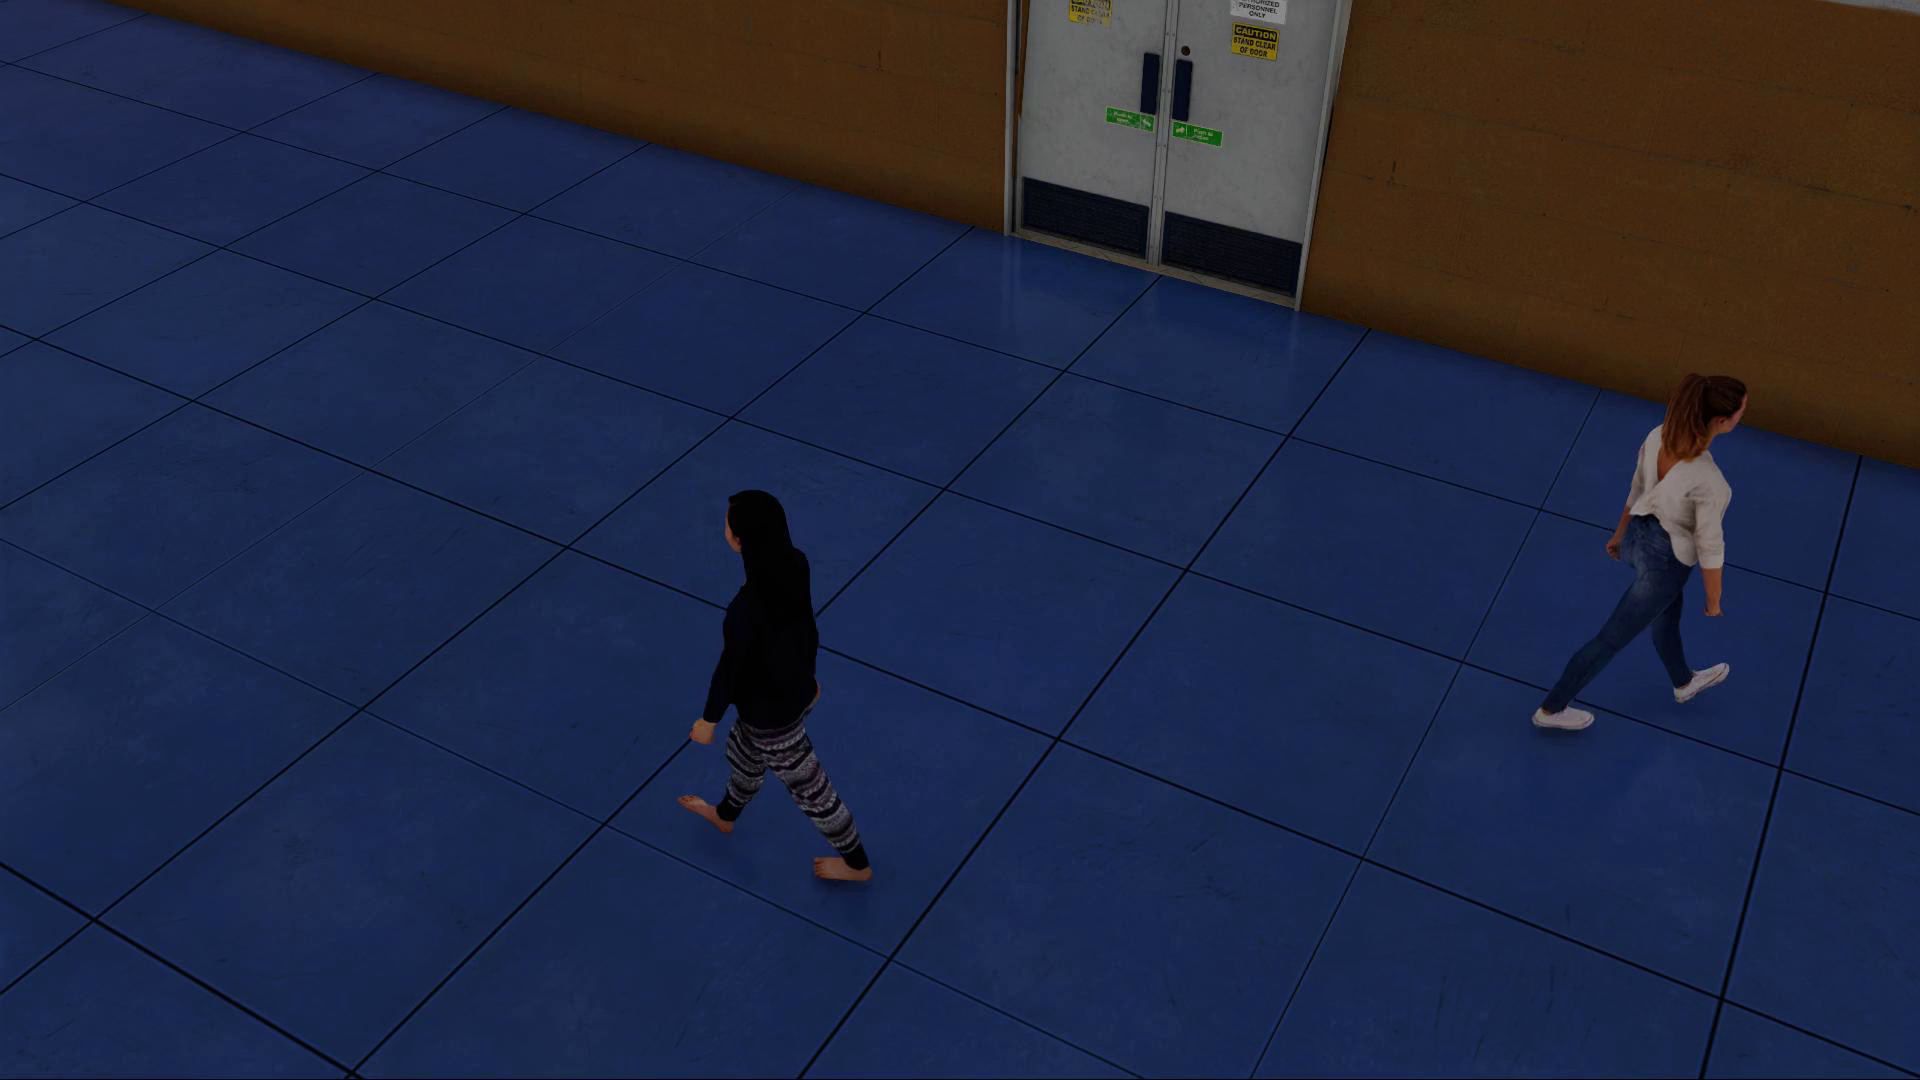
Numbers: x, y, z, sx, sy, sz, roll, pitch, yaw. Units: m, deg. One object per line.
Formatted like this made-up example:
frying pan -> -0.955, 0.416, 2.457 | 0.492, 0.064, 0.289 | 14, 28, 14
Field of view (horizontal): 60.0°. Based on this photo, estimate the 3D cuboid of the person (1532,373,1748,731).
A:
person -> 2.650, 0.120, 6.538 | 1.105, 1.675, 1.127 | -4, 37, -5

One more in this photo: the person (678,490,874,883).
person -> -0.577, 0.600, 5.887 | 0.810, 1.688, 1.043 | 12, 39, 15
